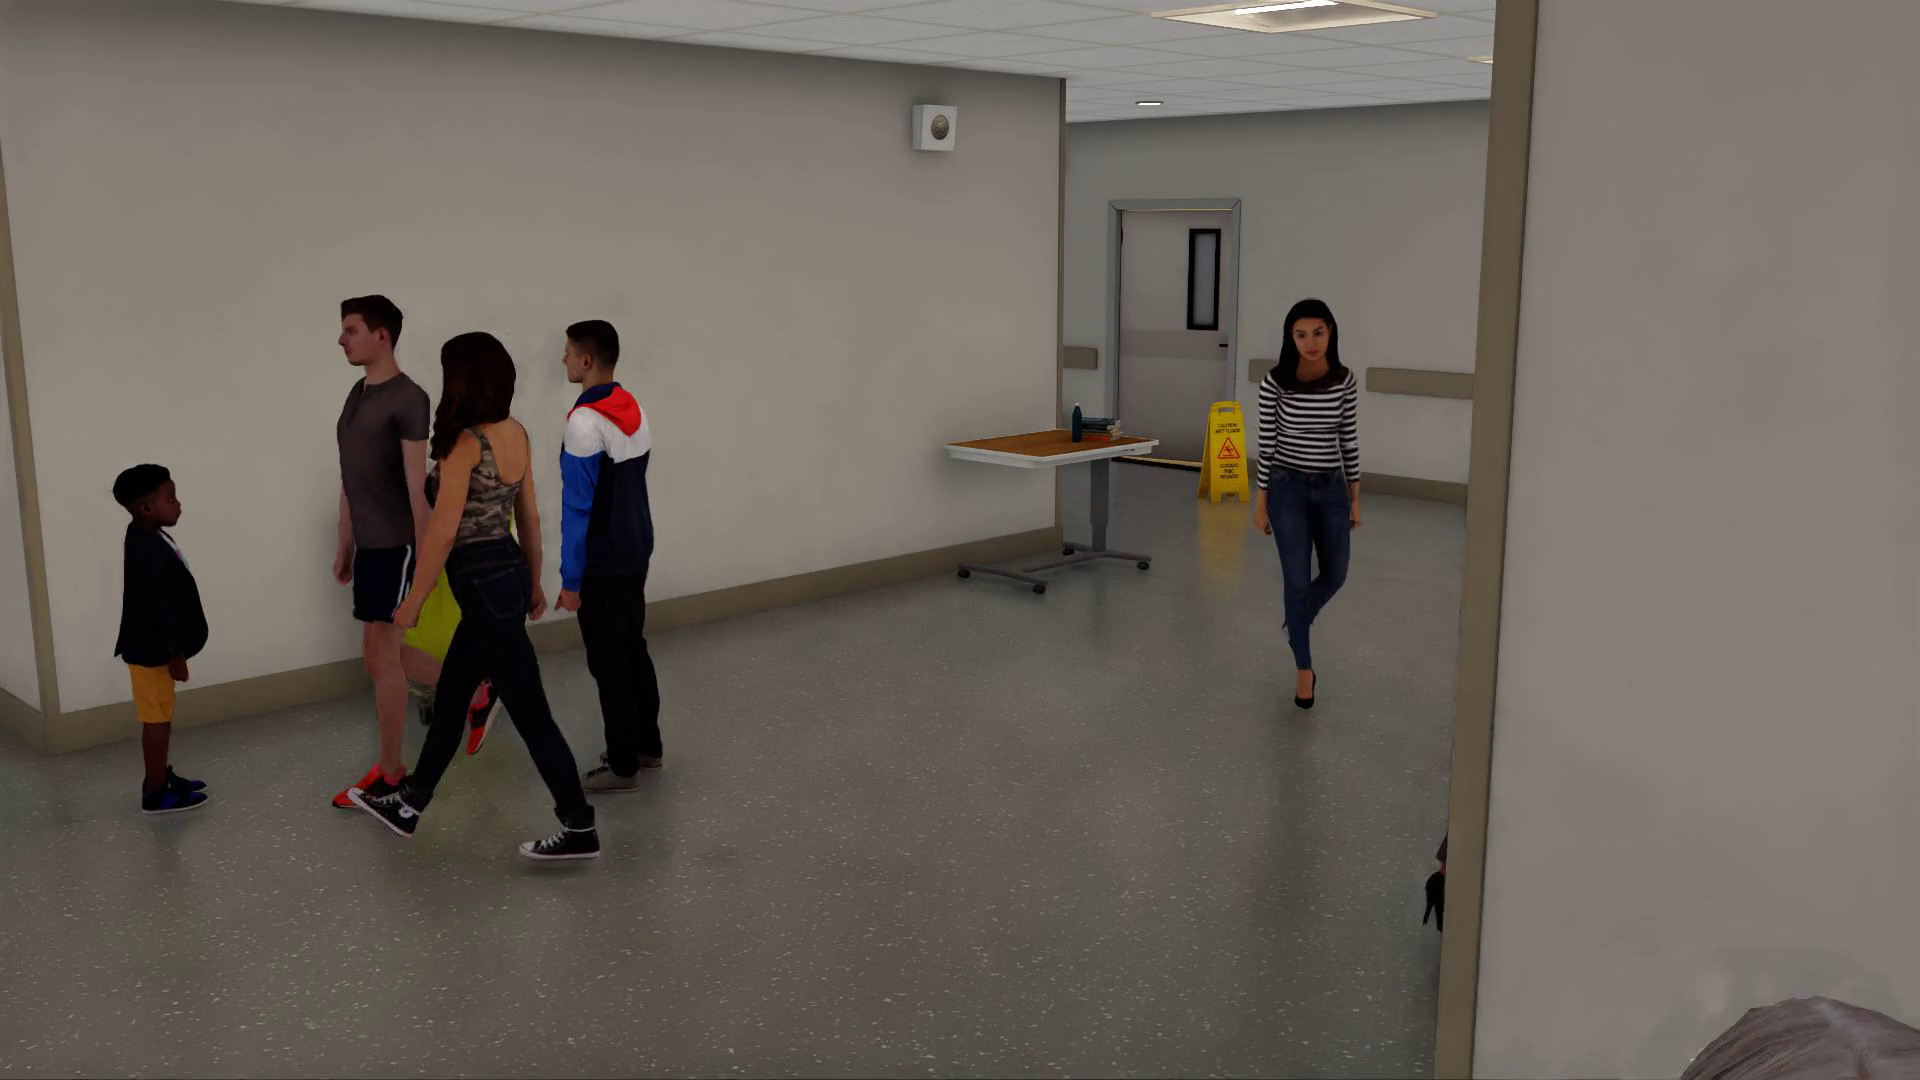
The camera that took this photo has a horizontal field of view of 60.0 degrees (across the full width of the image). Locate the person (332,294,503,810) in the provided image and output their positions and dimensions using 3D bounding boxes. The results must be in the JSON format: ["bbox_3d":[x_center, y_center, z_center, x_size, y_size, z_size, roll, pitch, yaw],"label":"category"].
[{"bbox_3d":[-2.034,0.029,6.148,0.706,1.836,0.921,-11,15,-44],"label":"person"}]

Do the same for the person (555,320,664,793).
[{"bbox_3d":[-1.289,0.063,6.181,0.726,1.757,0.732,3,11,16],"label":"person"}]

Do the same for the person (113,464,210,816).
[{"bbox_3d":[-2.918,0.351,5.977,0.636,1.266,0.531,-6,12,-30],"label":"person"}]

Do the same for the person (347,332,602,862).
[{"bbox_3d":[-1.418,0.231,5.368,1.167,1.730,1.053,1,11,5],"label":"person"}]

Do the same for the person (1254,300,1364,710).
[{"bbox_3d":[1.483,-0.148,7.222,0.945,1.767,1.026,-2,11,-11],"label":"person"}]
